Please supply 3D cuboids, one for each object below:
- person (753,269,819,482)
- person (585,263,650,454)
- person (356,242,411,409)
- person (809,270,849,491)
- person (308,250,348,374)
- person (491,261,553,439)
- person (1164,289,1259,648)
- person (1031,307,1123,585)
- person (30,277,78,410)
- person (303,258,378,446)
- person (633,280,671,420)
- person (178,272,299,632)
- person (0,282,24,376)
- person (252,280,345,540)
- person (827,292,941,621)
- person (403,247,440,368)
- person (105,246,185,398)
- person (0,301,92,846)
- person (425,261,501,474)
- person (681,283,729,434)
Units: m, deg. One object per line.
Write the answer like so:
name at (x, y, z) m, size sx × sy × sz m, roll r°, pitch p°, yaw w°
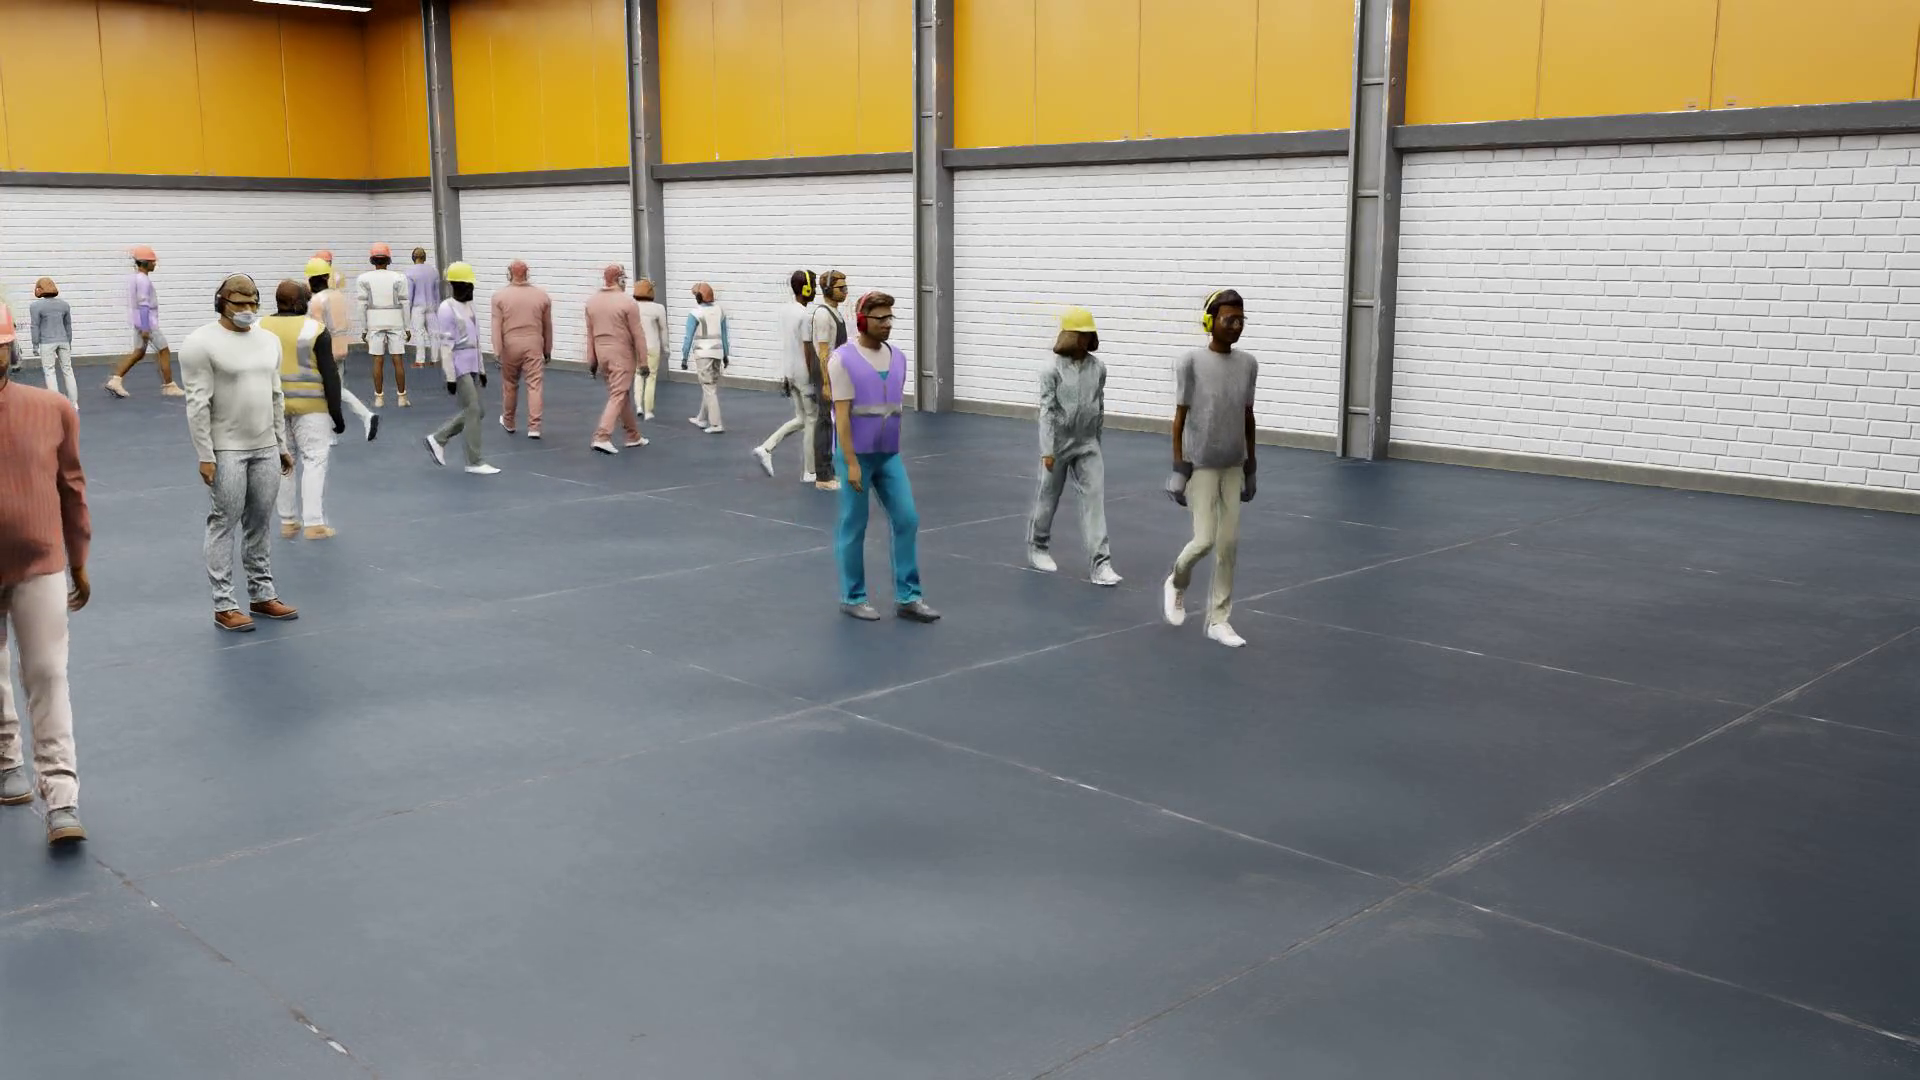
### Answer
person at (-1.407, -1.396, 14.282) m, size 0.643 × 1.849 × 0.528 m, roll -6°, pitch 12°, yaw -28°
person at (-3.379, -1.795, 16.435) m, size 0.658 × 1.863 × 0.963 m, roll 7°, pitch 12°, yaw 33°
person at (-7.097, -2.642, 20.537) m, size 0.607 × 2.048 × 0.365 m, roll -3°, pitch 11°, yaw -16°
person at (-1.083, -1.338, 13.973) m, size 0.345 × 1.845 × 0.505 m, roll 1°, pitch 10°, yaw 5°
person at (-9.625, -3.463, 25.386) m, size 0.568 × 1.903 × 0.794 m, roll -2°, pitch 11°, yaw -12°
person at (-4.660, -2.022, 17.667) m, size 0.676 × 1.852 × 0.990 m, roll -5°, pitch 12°, yaw -26°
person at (1.325, -0.381, 8.711) m, size 0.538 × 1.860 × 0.506 m, roll -5°, pitch 11°, yaw -24°
person at (0.699, -0.591, 10.304) m, size 0.496 × 1.697 × 0.923 m, roll -5°, pitch 12°, yaw -26°
person at (-11.015, -2.367, 20.196) m, size 0.288 × 1.626 × 0.497 m, roll 6°, pitch 12°, yaw 29°
person at (-6.317, -1.887, 16.795) m, size 0.672 × 1.909 × 0.612 m, roll 2°, pitch 11°, yaw 11°
person at (-3.639, -2.214, 19.380) m, size 0.506 × 1.618 × 0.499 m, roll 1°, pitch 10°, yaw 4°
person at (-3.911, -0.482, 9.073) m, size 0.376 × 1.933 × 0.627 m, roll 5°, pitch 12°, yaw 26°
person at (-14.563, -3.331, 25.078) m, size 0.652 × 1.773 × 0.929 m, roll 5°, pitch 11°, yaw 24°
person at (-4.703, -0.910, 11.767) m, size 0.660 × 1.832 × 0.550 m, roll 1°, pitch 10°, yaw 6°
person at (-0.414, -0.430, 9.088) m, size 0.582 × 1.824 × 0.690 m, roll -10°, pitch 14°, yaw -43°
person at (-8.658, -3.731, 26.771) m, size 0.372 × 1.940 × 0.632 m, roll 8°, pitch 13°, yaw 37°
person at (-10.754, -2.853, 21.829) m, size 0.992 × 2.008 × 0.622 m, roll -8°, pitch 13°, yaw -36°
person at (-3.431, 0.092, 5.931) m, size 0.636 × 1.934 × 1.050 m, roll -7°, pitch 13°, yaw -35°
person at (-4.484, -1.539, 14.904) m, size 0.658 × 1.907 × 0.607 m, roll 1°, pitch 10°, yaw 5°
person at (-2.806, -1.968, 18.017) m, size 0.692 × 1.607 × 0.543 m, roll 8°, pitch 13°, yaw 37°
